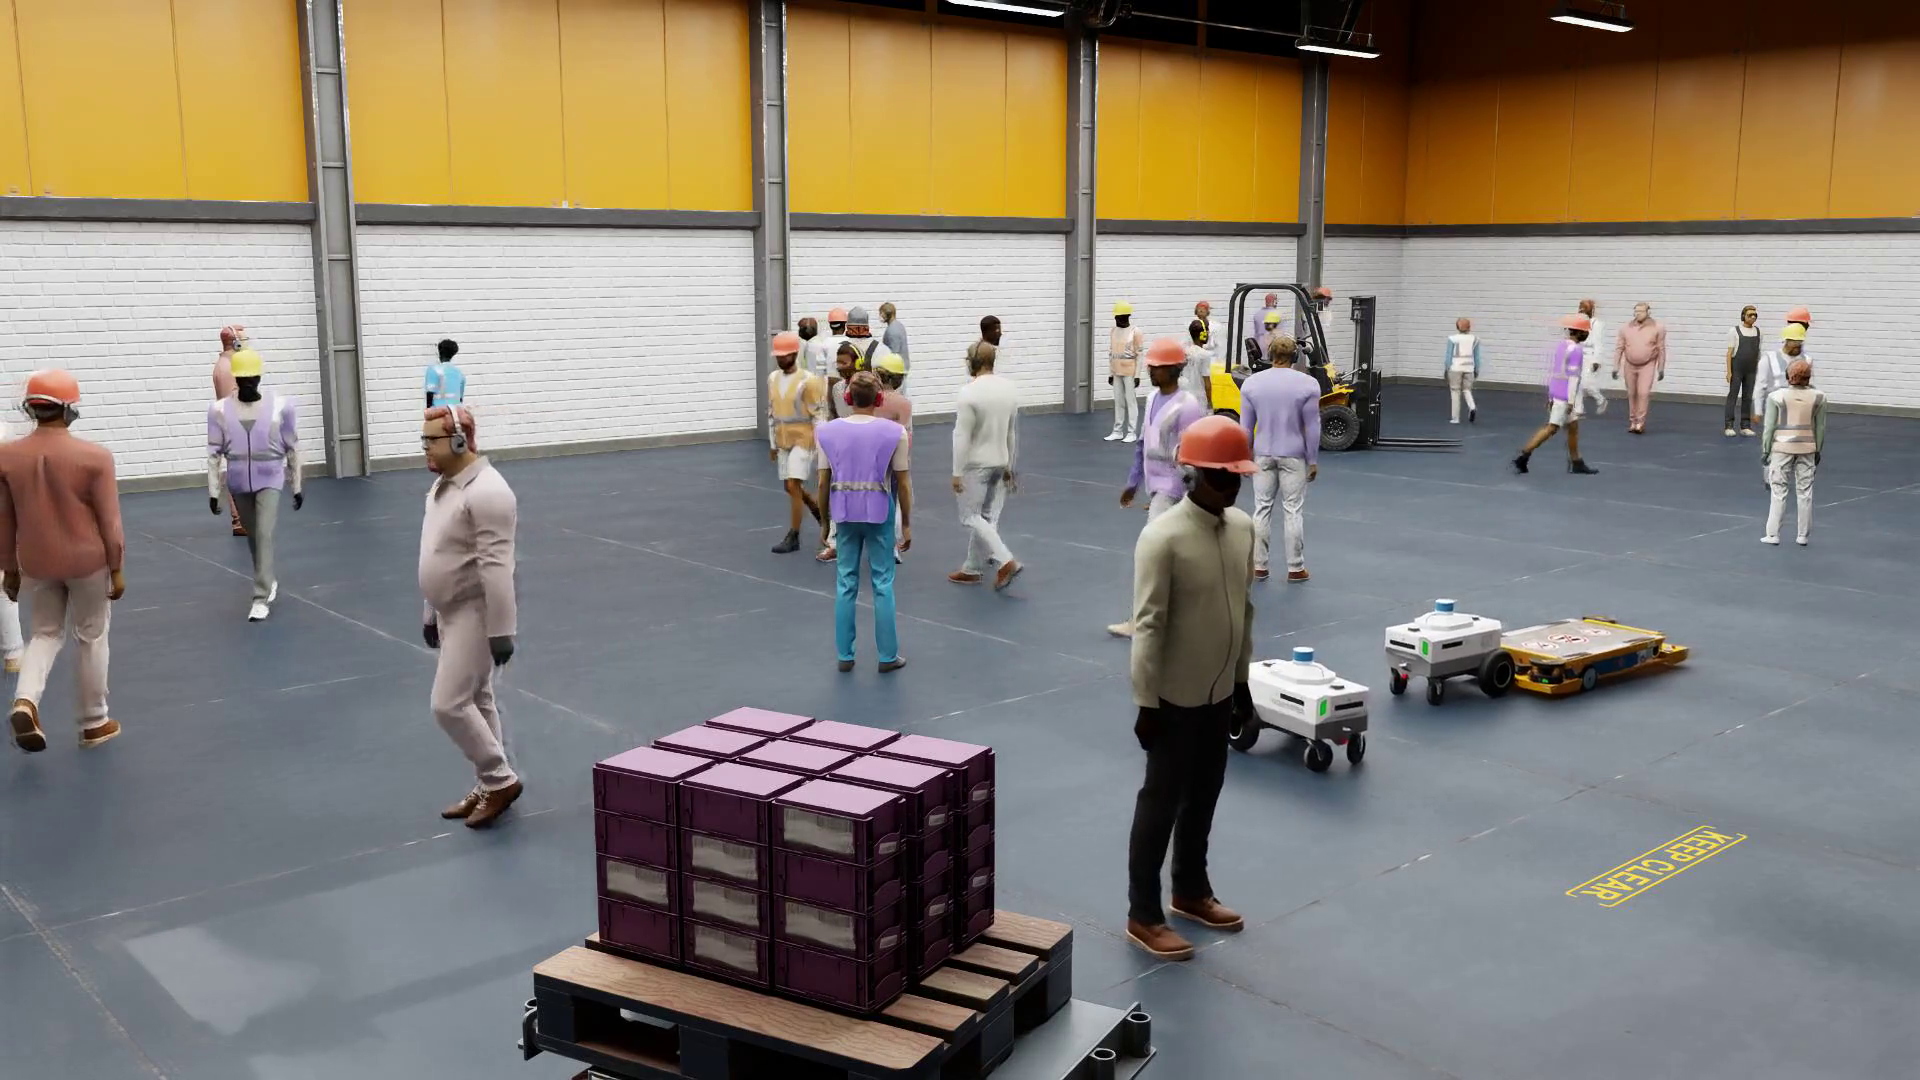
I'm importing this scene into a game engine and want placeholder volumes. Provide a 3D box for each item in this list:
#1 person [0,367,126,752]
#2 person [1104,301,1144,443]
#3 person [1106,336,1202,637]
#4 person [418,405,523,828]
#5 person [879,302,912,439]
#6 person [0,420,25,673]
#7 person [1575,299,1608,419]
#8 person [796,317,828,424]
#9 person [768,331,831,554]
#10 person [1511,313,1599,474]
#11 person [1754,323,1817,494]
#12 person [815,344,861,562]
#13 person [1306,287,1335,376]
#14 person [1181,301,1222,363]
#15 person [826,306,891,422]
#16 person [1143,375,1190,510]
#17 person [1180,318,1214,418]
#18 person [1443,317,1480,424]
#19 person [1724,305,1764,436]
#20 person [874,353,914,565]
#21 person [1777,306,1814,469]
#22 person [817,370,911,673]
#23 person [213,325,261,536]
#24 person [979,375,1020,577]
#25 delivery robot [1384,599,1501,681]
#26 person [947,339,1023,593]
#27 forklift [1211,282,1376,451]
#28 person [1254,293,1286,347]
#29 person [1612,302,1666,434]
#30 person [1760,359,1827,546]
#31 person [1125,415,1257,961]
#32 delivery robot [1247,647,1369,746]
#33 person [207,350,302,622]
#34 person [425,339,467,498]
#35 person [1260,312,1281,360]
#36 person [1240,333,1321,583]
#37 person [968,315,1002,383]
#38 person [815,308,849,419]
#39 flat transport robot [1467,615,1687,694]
[{"bbox_3d":[-4.555,0.121,8.401,0.616,1.977,0.677,-1,10,-4],"label":"person"},{"bbox_3d":[2.240,-2.288,22.679,0.383,1.923,0.589,-8,12,-39],"label":"person"},{"bbox_3d":[1.367,-0.367,11.200,0.716,2.029,0.616,-3,10,-16],"label":"person"},{"bbox_3d":[-2.201,0.344,7.374,0.449,1.888,0.671,-7,12,-34],"label":"person"},{"bbox_3d":[-0.882,-2.306,22.827,0.439,1.917,0.660,1,10,8],"label":"person"},{"bbox_3d":[-5.965,-0.085,10.027,0.625,1.842,0.429,-5,11,-27],"label":"person"},{"bbox_3d":[9.770,-2.802,25.843,0.531,1.867,0.600,-3,10,-16],"label":"person"},{"bbox_3d":[-1.757,-1.866,20.600,0.923,1.806,0.631,0,10,-1],"label":"person"},{"bbox_3d":[-1.355,-0.864,14.404,0.570,1.912,0.790,7,12,36],"label":"person"},{"bbox_3d":[6.921,-1.681,19.267,0.992,1.892,0.555,0,10,2],"label":"person"},{"bbox_3d":[8.848,-1.400,17.776,0.616,1.827,0.506,0,10,-1],"label":"person"},{"bbox_3d":[-0.851,-0.745,13.994,0.492,1.818,0.982,6,11,31],"label":"person"},{"bbox_3d":[6.156,-3.268,28.187,0.810,1.998,0.606,-6,12,-34],"label":"person"},{"bbox_3d":[3.601,-2.660,25.027,0.588,1.856,0.739,5,11,28],"label":"person"},{"bbox_3d":[-1.027,-1.318,16.656,0.688,2.000,0.539,-3,10,-19],"label":"person"},{"bbox_3d":[2.057,-1.089,16.507,0.280,1.633,0.500,-9,13,-43],"label":"person"},{"bbox_3d":[2.545,-1.429,17.807,0.329,1.873,0.512,-6,12,-33],"label":"person"},{"bbox_3d":[7.563,-2.540,25.021,0.512,1.622,0.423,-1,10,-8],"label":"person"},{"bbox_3d":[11.049,-2.378,23.433,0.506,1.847,0.345,-1,10,-4],"label":"person"},{"bbox_3d":[-0.576,-0.644,13.579,0.519,1.747,0.384,6,11,31],"label":"person"},{"bbox_3d":[9.958,-1.824,19.925,0.373,1.934,0.551,2,10,13],"label":"person"},{"bbox_3d":[-0.580,-0.100,10.097,0.573,1.843,0.376,2,10,9],"label":"person"},{"bbox_3d":[-6.534,-0.993,15.138,0.407,1.912,0.641,-3,10,-19],"label":"person"},{"bbox_3d":[0.216,-0.521,13.298,0.498,1.597,0.825,5,11,27],"label":"person"},{"bbox_3d":[2.780,0.586,9.579,0.707,0.478,0.477,-7,12,-34],"label":"delivery robot"},{"bbox_3d":[0.191,-0.556,12.562,0.810,1.918,0.646,8,13,40],"label":"person"},{"bbox_3d":[4.328,-2.346,22.227,2.313,2.155,1.214,3,10,16],"label":"forklift"},{"bbox_3d":[5.351,-3.301,28.683,0.406,1.905,0.661,-6,12,-34],"label":"person"},{"bbox_3d":[9.634,-2.443,23.699,0.683,1.873,0.846,7,12,36],"label":"person"},{"bbox_3d":[7.287,-0.759,14.556,0.513,1.640,0.308,1,10,8],"label":"person"},{"bbox_3d":[0.860,0.531,6.034,0.438,1.980,0.634,9,13,44],"label":"person"},{"bbox_3d":[1.730,0.786,8.406,0.477,0.478,0.707,-5,11,-28],"label":"delivery robot"},{"bbox_3d":[-5.029,-0.415,11.873,0.601,1.882,1.018,-2,10,-9],"label":"person"},{"bbox_3d":[-5.415,-1.280,17.551,0.326,1.663,0.614,4,11,23],"label":"person"},{"bbox_3d":[4.633,-2.515,24.625,0.921,1.723,0.522,-3,10,-16],"label":"person"},{"bbox_3d":[2.480,-0.630,12.924,0.629,1.940,0.379,5,11,25],"label":"person"},{"bbox_3d":[0.250,-1.428,17.696,0.387,1.909,0.589,1,10,7],"label":"person"},{"bbox_3d":[-1.416,-1.740,19.442,0.545,1.933,0.376,-2,10,-10],"label":"person"},{"bbox_3d":[3.735,0.682,10.119,1.431,0.197,0.652,-7,12,-36],"label":"flat transport robot"}]
